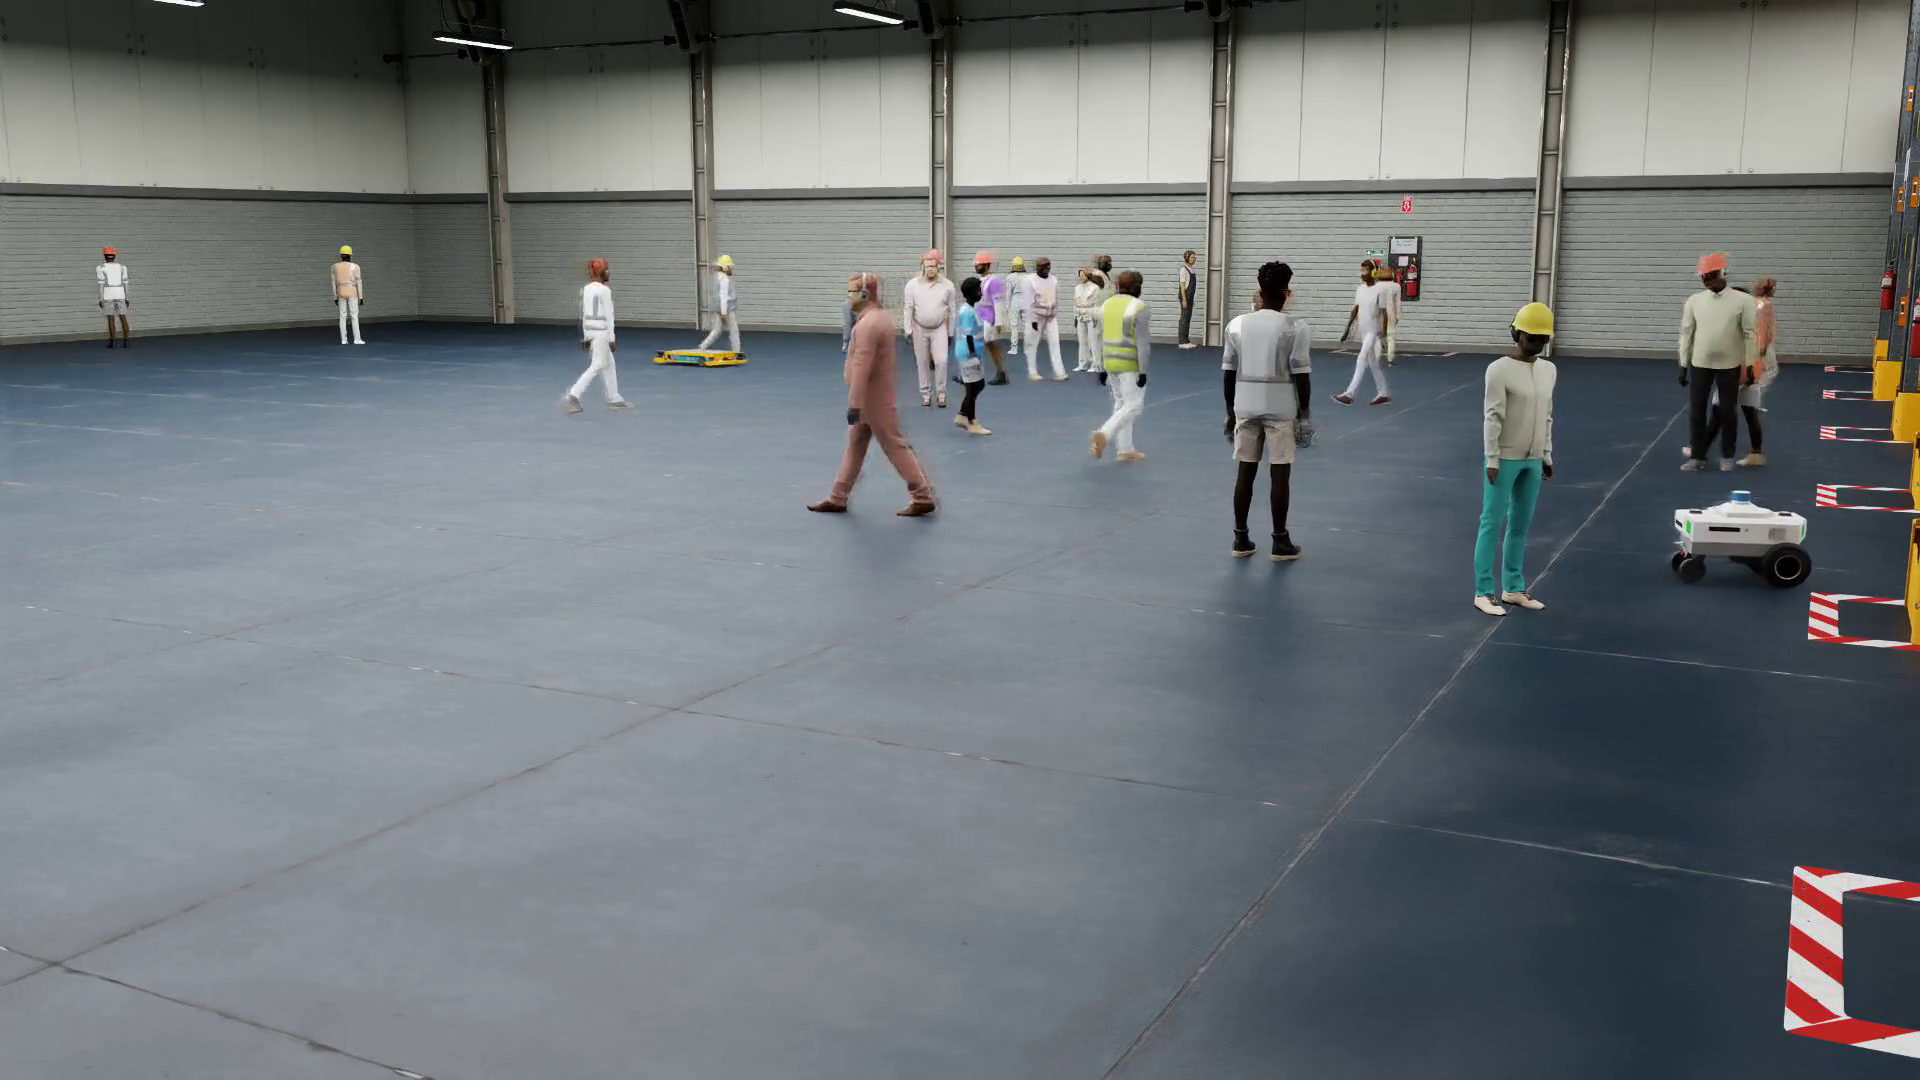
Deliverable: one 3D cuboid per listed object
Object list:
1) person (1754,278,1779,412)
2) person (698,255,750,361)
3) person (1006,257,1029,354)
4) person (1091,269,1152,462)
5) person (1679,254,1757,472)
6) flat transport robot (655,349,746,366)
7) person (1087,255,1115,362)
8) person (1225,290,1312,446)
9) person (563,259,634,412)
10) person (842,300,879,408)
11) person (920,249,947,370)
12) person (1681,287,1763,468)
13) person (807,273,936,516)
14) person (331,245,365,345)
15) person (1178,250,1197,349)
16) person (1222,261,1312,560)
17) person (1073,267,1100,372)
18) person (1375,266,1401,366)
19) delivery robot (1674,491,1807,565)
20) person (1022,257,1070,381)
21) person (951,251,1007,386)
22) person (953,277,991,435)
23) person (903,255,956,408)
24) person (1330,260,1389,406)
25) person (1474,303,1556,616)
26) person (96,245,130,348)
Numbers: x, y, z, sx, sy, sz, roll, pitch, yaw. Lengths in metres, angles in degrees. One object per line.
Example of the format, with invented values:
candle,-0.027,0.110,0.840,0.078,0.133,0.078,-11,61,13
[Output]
person,9.631,-2.331,19.974,0.365,1.625,0.525,1,10,5
person,-4.039,-3.910,28.111,0.842,1.806,0.599,-4,11,-19
person,1.042,-4.220,29.962,0.487,1.741,0.312,-4,11,-19
person,1.471,-1.597,15.442,0.743,1.825,0.635,-8,13,-36
person,6.864,-1.588,15.049,0.678,1.957,0.475,9,14,41
flat transport robot,-4.279,-3.014,27.397,1.431,0.197,0.652,7,12,34
person,2.465,-3.877,27.947,0.965,1.789,0.629,2,11,12
person,3.188,-1.743,16.900,0.844,1.598,0.509,0,10,0
person,-4.425,-2.474,20.161,0.920,1.855,0.586,-8,13,-37
person,-1.212,-2.417,20.424,0.497,1.633,0.279,-6,12,-29
person,-0.405,-3.598,26.099,0.472,1.912,0.645,7,13,35
person,7.153,-1.508,15.412,0.535,1.651,0.790,-6,12,-31
person,-0.647,-1.091,12.616,1.007,1.855,0.663,1,10,3
person,-11.958,-4.779,32.504,0.590,1.927,0.367,0,10,1
person,4.304,-4.533,31.387,0.346,1.846,0.506,5,11,25
person,2.021,-0.845,10.970,0.647,1.963,0.384,7,13,35
person,1.977,-3.433,25.972,0.311,1.633,0.513,-10,14,-43
person,6.952,-3.663,27.218,0.506,1.631,0.270,0,10,2
delivery robot,4.805,-0.061,10.265,0.707,0.478,0.477,2,11,11
person,1.254,-3.196,24.209,0.637,1.806,0.875,-6,12,-30
person,0.259,-3.115,23.518,0.974,1.887,0.564,-5,11,-24
person,0.138,-1.962,17.781,0.366,1.696,0.567,1,10,8
person,-0.376,-2.579,20.626,0.646,1.880,0.729,0,10,-1
person,5.035,-2.575,20.778,0.981,1.824,0.538,-4,11,-20
person,3.162,-0.454,9.385,0.523,1.759,0.336,-6,12,-28
person,-16.016,-4.592,31.455,0.373,1.934,0.551,10,14,44
